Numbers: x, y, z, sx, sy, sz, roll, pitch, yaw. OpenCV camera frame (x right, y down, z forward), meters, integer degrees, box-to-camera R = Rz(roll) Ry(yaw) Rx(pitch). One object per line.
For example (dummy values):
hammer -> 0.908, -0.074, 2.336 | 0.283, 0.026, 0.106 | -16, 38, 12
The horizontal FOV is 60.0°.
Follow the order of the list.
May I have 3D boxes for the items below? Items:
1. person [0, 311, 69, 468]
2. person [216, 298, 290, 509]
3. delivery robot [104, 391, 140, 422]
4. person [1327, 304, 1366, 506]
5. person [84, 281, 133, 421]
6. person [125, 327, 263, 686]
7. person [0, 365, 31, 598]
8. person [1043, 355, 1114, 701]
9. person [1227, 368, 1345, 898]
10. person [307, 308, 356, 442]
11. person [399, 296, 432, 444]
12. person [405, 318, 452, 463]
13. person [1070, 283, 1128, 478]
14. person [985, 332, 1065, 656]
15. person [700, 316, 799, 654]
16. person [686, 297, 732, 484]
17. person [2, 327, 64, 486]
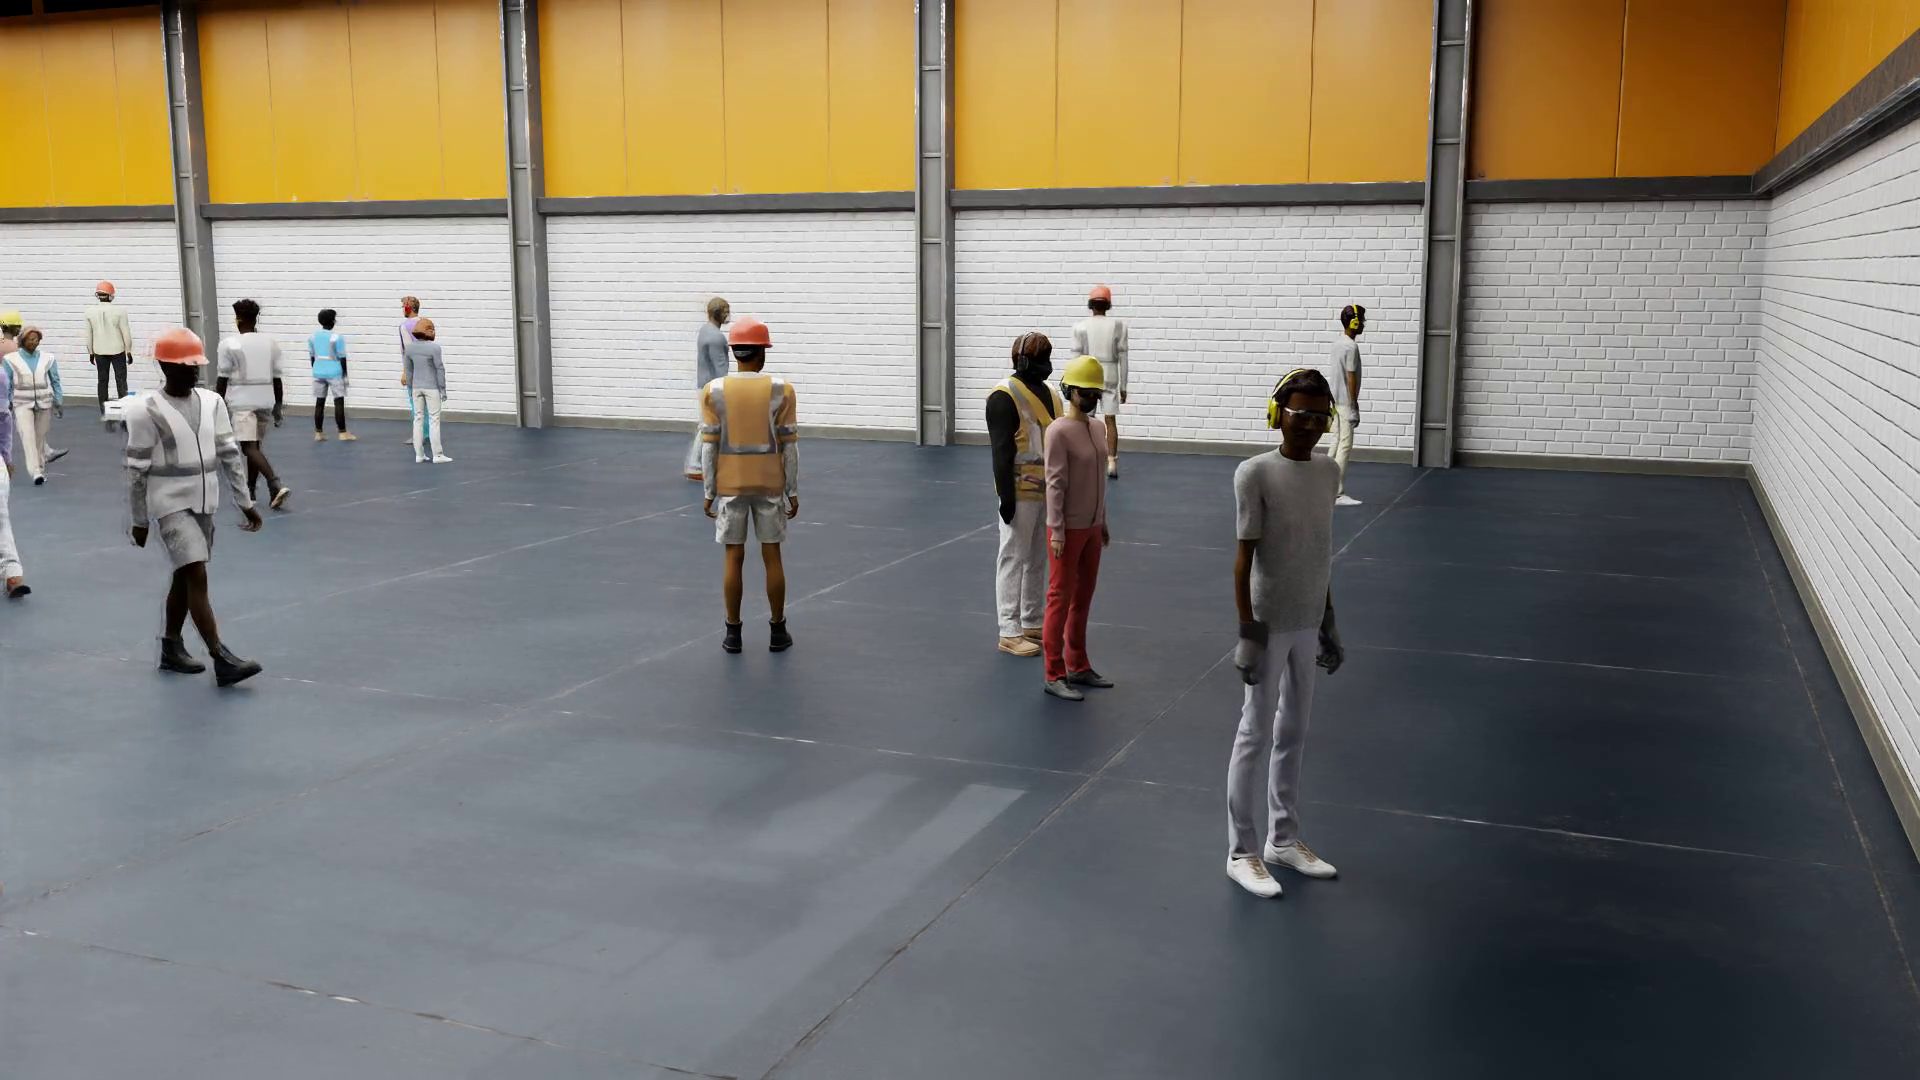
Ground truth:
person -> -10.311, -1.648, 18.276 | 0.895, 1.716, 0.554 | -8, 13, -41
person -> -6.462, -1.249, 15.248 | 0.931, 1.937, 0.610 | 6, 11, 31
delivery robot -> -10.987, -1.739, 22.087 | 0.707, 0.478, 0.477 | 3, 10, 17
person -> 3.587, -1.247, 15.446 | 0.329, 1.863, 0.509 | -1, 9, -6
person -> -12.185, -2.701, 23.844 | 0.611, 1.996, 0.379 | -1, 9, -8
person -> -4.037, -0.173, 8.849 | 0.958, 1.890, 0.557 | 4, 10, 24
person -> -6.642, -0.545, 11.124 | 1.035, 1.882, 0.655 | 8, 12, 41
person -> 0.619, -0.067, 8.587 | 0.307, 1.766, 0.533 | 6, 11, 33
person -> 1.181, 0.323, 5.939 | 0.521, 1.861, 0.334 | -7, 11, -35
person -> -7.958, -2.078, 20.985 | 0.539, 1.695, 0.318 | 2, 10, 15
person -> -6.744, -2.107, 20.709 | 0.373, 1.840, 0.570 | 2, 10, 14
person -> -6.011, -1.681, 18.762 | 0.499, 1.633, 0.281 | 3, 10, 19
person -> 1.453, -1.667, 17.467 | 0.608, 2.048, 0.397 | 0, 9, -1
person -> 0.413, -0.270, 9.584 | 0.429, 1.844, 0.623 | 6, 11, 32
person -> -1.201, -0.313, 9.552 | 0.553, 1.934, 0.355 | -1, 9, -6
person -> -2.427, -1.517, 16.952 | 0.841, 1.902, 0.652 | -2, 10, -13
person -> -9.350, -1.343, 16.828 | 0.529, 1.591, 0.864 | -9, 13, -44
